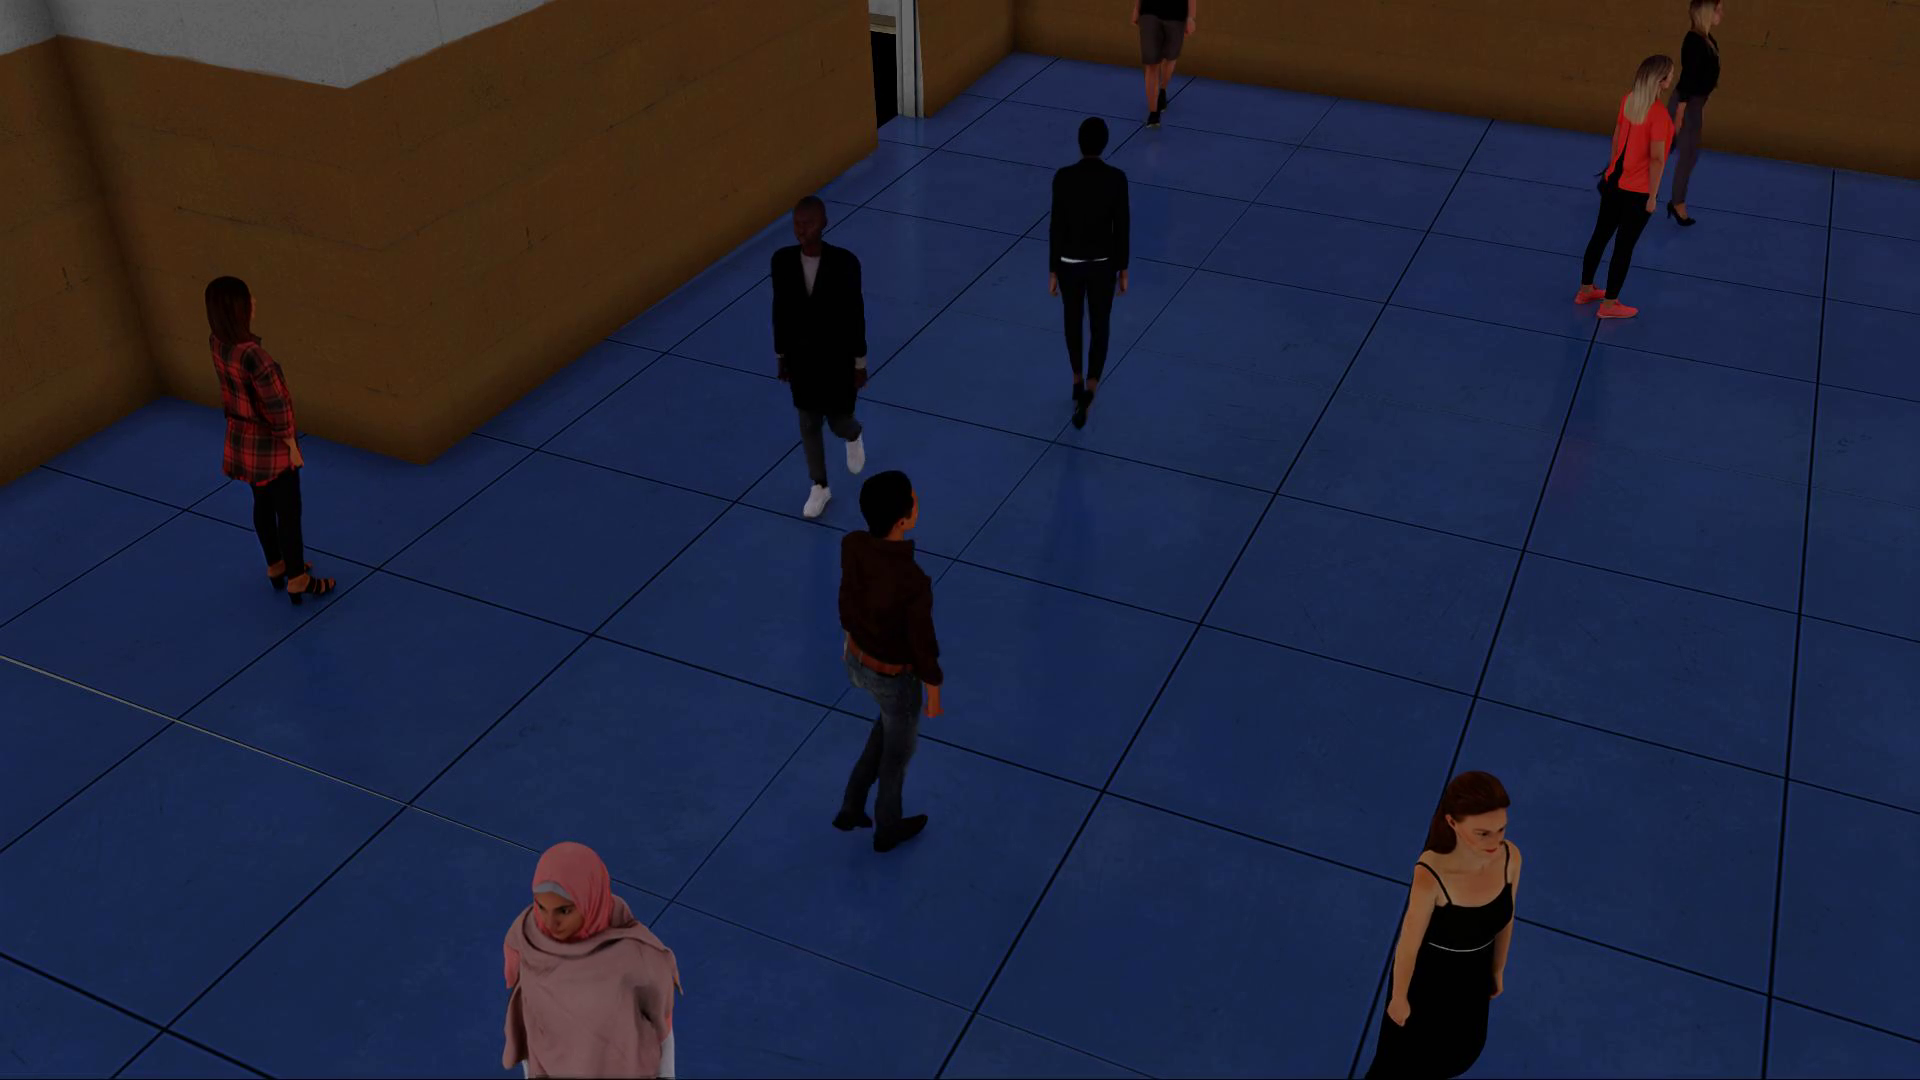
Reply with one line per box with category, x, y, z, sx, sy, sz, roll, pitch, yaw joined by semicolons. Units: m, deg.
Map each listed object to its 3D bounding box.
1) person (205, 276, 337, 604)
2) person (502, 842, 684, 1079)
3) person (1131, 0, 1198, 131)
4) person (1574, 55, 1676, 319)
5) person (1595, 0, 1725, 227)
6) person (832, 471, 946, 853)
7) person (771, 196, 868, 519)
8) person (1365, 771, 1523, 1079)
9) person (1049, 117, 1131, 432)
person;-3.344;-0.472;7.968;0.550;1.702;0.717;22;40;30
person;-1.044;1.565;4.813;0.622;1.803;0.752;4;34;6
person;1.692;-4.339;13.691;1.267;1.800;1.018;3;34;5
person;4.290;-2.269;10.676;0.725;1.693;0.675;-10;35;-14
person;5.086;-3.069;11.918;0.989;1.650;0.650;11;35;16
person;-0.349;0.537;6.387;0.849;1.771;0.754;-27;42;-34
person;-0.691;-0.982;8.692;0.851;1.747;0.813;8;34;11
person;1.525;1.366;5.275;0.675;1.623;0.730;-13;36;-19
person;0.702;-1.432;9.312;1.049;1.810;0.887;4;34;5
